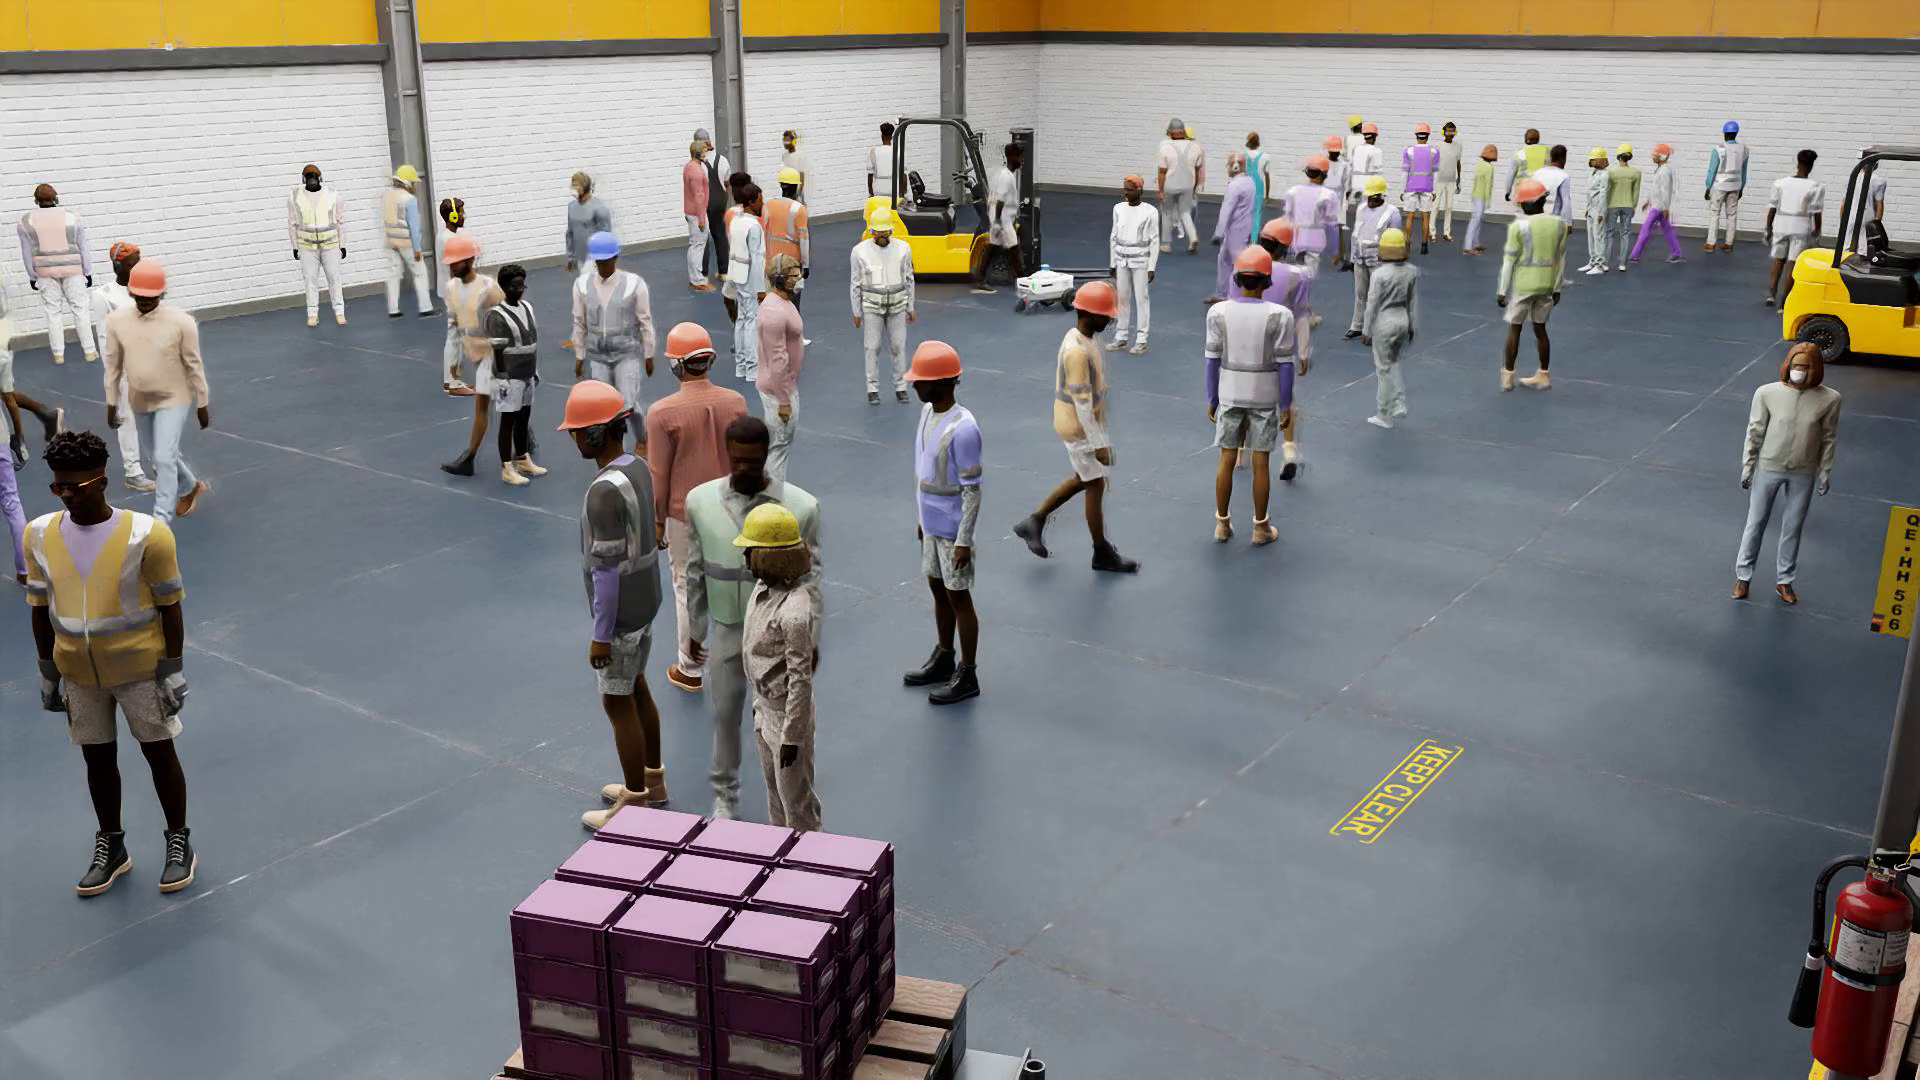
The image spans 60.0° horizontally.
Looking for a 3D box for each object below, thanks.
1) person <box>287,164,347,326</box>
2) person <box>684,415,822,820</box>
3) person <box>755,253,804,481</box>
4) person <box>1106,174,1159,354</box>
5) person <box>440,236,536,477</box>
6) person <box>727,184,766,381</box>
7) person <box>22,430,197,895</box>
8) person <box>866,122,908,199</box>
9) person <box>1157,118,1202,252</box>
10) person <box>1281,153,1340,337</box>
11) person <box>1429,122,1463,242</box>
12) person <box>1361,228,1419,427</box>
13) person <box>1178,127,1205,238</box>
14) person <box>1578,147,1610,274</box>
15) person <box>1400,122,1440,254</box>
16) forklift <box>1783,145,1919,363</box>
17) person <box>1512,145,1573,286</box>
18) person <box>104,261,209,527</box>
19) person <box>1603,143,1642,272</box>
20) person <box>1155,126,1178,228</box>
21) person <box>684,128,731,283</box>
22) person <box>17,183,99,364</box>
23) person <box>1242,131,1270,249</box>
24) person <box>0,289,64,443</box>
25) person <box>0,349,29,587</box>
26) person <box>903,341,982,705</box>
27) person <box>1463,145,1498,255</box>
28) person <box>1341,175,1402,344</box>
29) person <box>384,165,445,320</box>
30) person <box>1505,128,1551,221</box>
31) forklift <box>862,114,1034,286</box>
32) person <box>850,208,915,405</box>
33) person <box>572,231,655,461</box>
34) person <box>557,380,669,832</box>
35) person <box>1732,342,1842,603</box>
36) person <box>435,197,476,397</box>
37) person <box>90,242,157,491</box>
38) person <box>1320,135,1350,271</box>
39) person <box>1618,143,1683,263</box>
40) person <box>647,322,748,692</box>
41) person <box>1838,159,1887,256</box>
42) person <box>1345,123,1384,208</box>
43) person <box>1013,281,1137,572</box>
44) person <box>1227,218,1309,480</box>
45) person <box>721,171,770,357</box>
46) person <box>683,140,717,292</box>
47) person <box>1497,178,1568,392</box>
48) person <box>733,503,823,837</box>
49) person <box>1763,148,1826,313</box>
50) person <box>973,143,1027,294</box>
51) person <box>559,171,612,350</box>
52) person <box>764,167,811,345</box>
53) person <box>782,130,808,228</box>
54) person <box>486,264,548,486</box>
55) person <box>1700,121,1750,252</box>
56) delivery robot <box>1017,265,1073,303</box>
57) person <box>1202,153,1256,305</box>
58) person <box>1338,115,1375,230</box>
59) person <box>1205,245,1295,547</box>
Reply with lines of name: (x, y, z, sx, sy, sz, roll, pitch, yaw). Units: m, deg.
person: (-7.403, -3.400, 19.212, 0.626, 1.846, 0.429, -6, 19, -18)
person: (-0.903, 0.382, 7.283, 0.595, 1.911, 0.433, 1, 18, 5)
person: (-1.239, -1.035, 11.659, 0.377, 1.940, 0.628, -1, 18, -2)
person: (1.835, -2.920, 17.647, 0.576, 1.881, 0.352, 15, 23, 39)
person: (-3.760, -1.473, 13.142, 0.580, 1.873, 1.058, 11, 21, 30)
person: (-2.079, -2.529, 16.365, 0.370, 1.916, 0.597, -9, 20, -27)
person: (-3.459, 0.509, 6.786, 0.606, 1.966, 0.367, -1, 18, -5)
person: (-1.053, -5.093, 24.314, 0.613, 1.959, 0.361, 2, 18, 8)
person: (3.253, -5.303, 24.844, 0.694, 2.000, 0.704, -4, 18, -13)
person: (3.988, -3.307, 18.653, 0.628, 1.999, 0.953, 15, 23, 39)
person: (7.631, -5.622, 26.136, 0.505, 1.864, 0.332, -2, 18, -6)
person: (3.739, -1.855, 14.548, 0.509, 1.727, 0.374, -9, 20, -25)
person: (3.683, -5.773, 26.802, 0.534, 1.739, 0.707, 3, 18, 10)
person: (8.783, -4.549, 22.998, 0.383, 1.732, 0.496, 0, 18, 1)
person: (6.849, -5.241, 24.833, 0.543, 1.928, 0.372, 3, 18, 9)
forklift: (9.803, -2.879, 17.013, 2.313, 2.155, 1.214, 12, 21, 33)
person: (7.671, -4.194, 21.666, 1.016, 1.871, 0.611, -6, 19, -19)
person: (-5.510, -0.983, 11.507, 0.651, 1.941, 0.972, 1, 18, 3)
person: (9.168, -4.620, 23.152, 0.524, 1.769, 0.308, 0, 18, -1)
person: (3.566, -6.102, 27.822, 0.612, 1.733, 0.442, 7, 19, 21)
person: (-3.418, -4.469, 22.235, 0.684, 2.000, 0.536, -15, 23, -38)
person: (-9.292, -2.743, 17.162, 0.627, 1.843, 0.429, -8, 20, -25)
person: (4.347, -5.151, 24.756, 0.518, 1.814, 0.902, 3, 18, 10)
person: (-7.868, -1.637, 13.536, 0.732, 1.943, 0.625, -17, 24, -42)
person: (-6.108, -0.580, 10.368, 0.508, 1.862, 0.326, -12, 22, -34)
person: (-0.096, -0.088, 8.702, 0.374, 1.934, 0.548, -8, 19, -24)
person: (7.807, -5.084, 24.859, 0.507, 1.611, 0.504, -1, 18, -3)
person: (4.496, -3.065, 18.196, 0.403, 1.823, 0.587, -14, 22, -37)
person: (-6.519, -3.489, 19.575, 0.604, 1.797, 0.599, 13, 22, 34)
person: (8.547, -5.243, 24.998, 0.660, 1.835, 0.432, 0, 18, 1)
forklift: (-0.171, -4.594, 22.377, 2.313, 2.155, 1.214, 1, 18, 3)
person: (-0.710, -2.156, 15.365, 0.602, 1.819, 0.403, -5, 18, -15)
person: (-2.702, -1.448, 12.966, 0.624, 1.924, 0.486, 3, 18, 8)
person: (-1.526, 0.297, 7.356, 0.410, 2.028, 0.620, 1, 18, 3)
person: (5.065, -0.410, 10.196, 0.507, 1.631, 0.278, 5, 19, 17)
person: (-4.773, -2.291, 15.726, 0.341, 1.860, 0.511, -8, 19, -23)
person: (-6.256, -1.321, 12.651, 0.365, 1.879, 0.577, 7, 19, 21)
person: (5.185, -4.737, 23.383, 0.554, 1.875, 1.073, -4, 18, -11)
person: (10.071, -4.840, 23.941, 0.891, 1.706, 0.569, 6, 19, 19)
person: (-1.394, -0.173, 8.897, 0.608, 1.987, 0.403, -16, 24, -40)
person: (11.344, -3.959, 20.966, 0.506, 1.840, 0.343, 16, 24, 41)
person: (6.109, -5.283, 24.981, 0.527, 1.909, 0.636, -13, 22, -36)
person: (0.765, -0.721, 10.727, 0.868, 1.907, 0.627, 3, 18, 9)
person: (2.364, -1.473, 12.916, 0.699, 2.013, 0.769, 3, 18, 8)
person: (-2.262, -2.855, 17.333, 0.626, 1.941, 0.630, 15, 23, 38)
person: (-3.390, -4.189, 21.525, 0.354, 1.936, 0.635, -5, 18, -16)
person: (5.446, -2.421, 15.858, 0.651, 2.019, 0.444, -5, 18, -14)
person: (-0.719, 0.695, 6.564, 0.294, 1.744, 0.486, -8, 19, -22)
person: (10.043, -3.720, 20.027, 0.426, 1.951, 0.618, -16, 24, -41)
person: (0.634, -4.094, 21.266, 1.000, 1.906, 0.617, 0, 18, 0)
person: (-3.978, -3.062, 18.090, 0.646, 1.895, 1.012, 16, 24, 41)
person: (-1.855, -3.059, 18.032, 0.581, 1.919, 0.393, 11, 21, 31)
person: (-2.498, -5.069, 24.437, 0.508, 1.842, 0.746, 13, 22, 36)
person: (-3.413, -1.276, 12.805, 0.320, 1.694, 0.537, 5, 18, 15)
person: (11.521, -5.317, 25.059, 0.624, 1.939, 0.423, -2, 18, -7)
delivery robot: (1.034, -3.095, 20.188, 0.707, 0.478, 0.477, -14, 23, -37)
person: (3.267, -3.748, 20.250, 0.821, 1.878, 0.661, 7, 19, 20)
person: (6.581, -6.081, 27.571, 0.632, 1.864, 0.757, 8, 19, 23)
person: (1.955, -0.964, 11.264, 0.608, 2.047, 0.366, 8, 19, 22)
